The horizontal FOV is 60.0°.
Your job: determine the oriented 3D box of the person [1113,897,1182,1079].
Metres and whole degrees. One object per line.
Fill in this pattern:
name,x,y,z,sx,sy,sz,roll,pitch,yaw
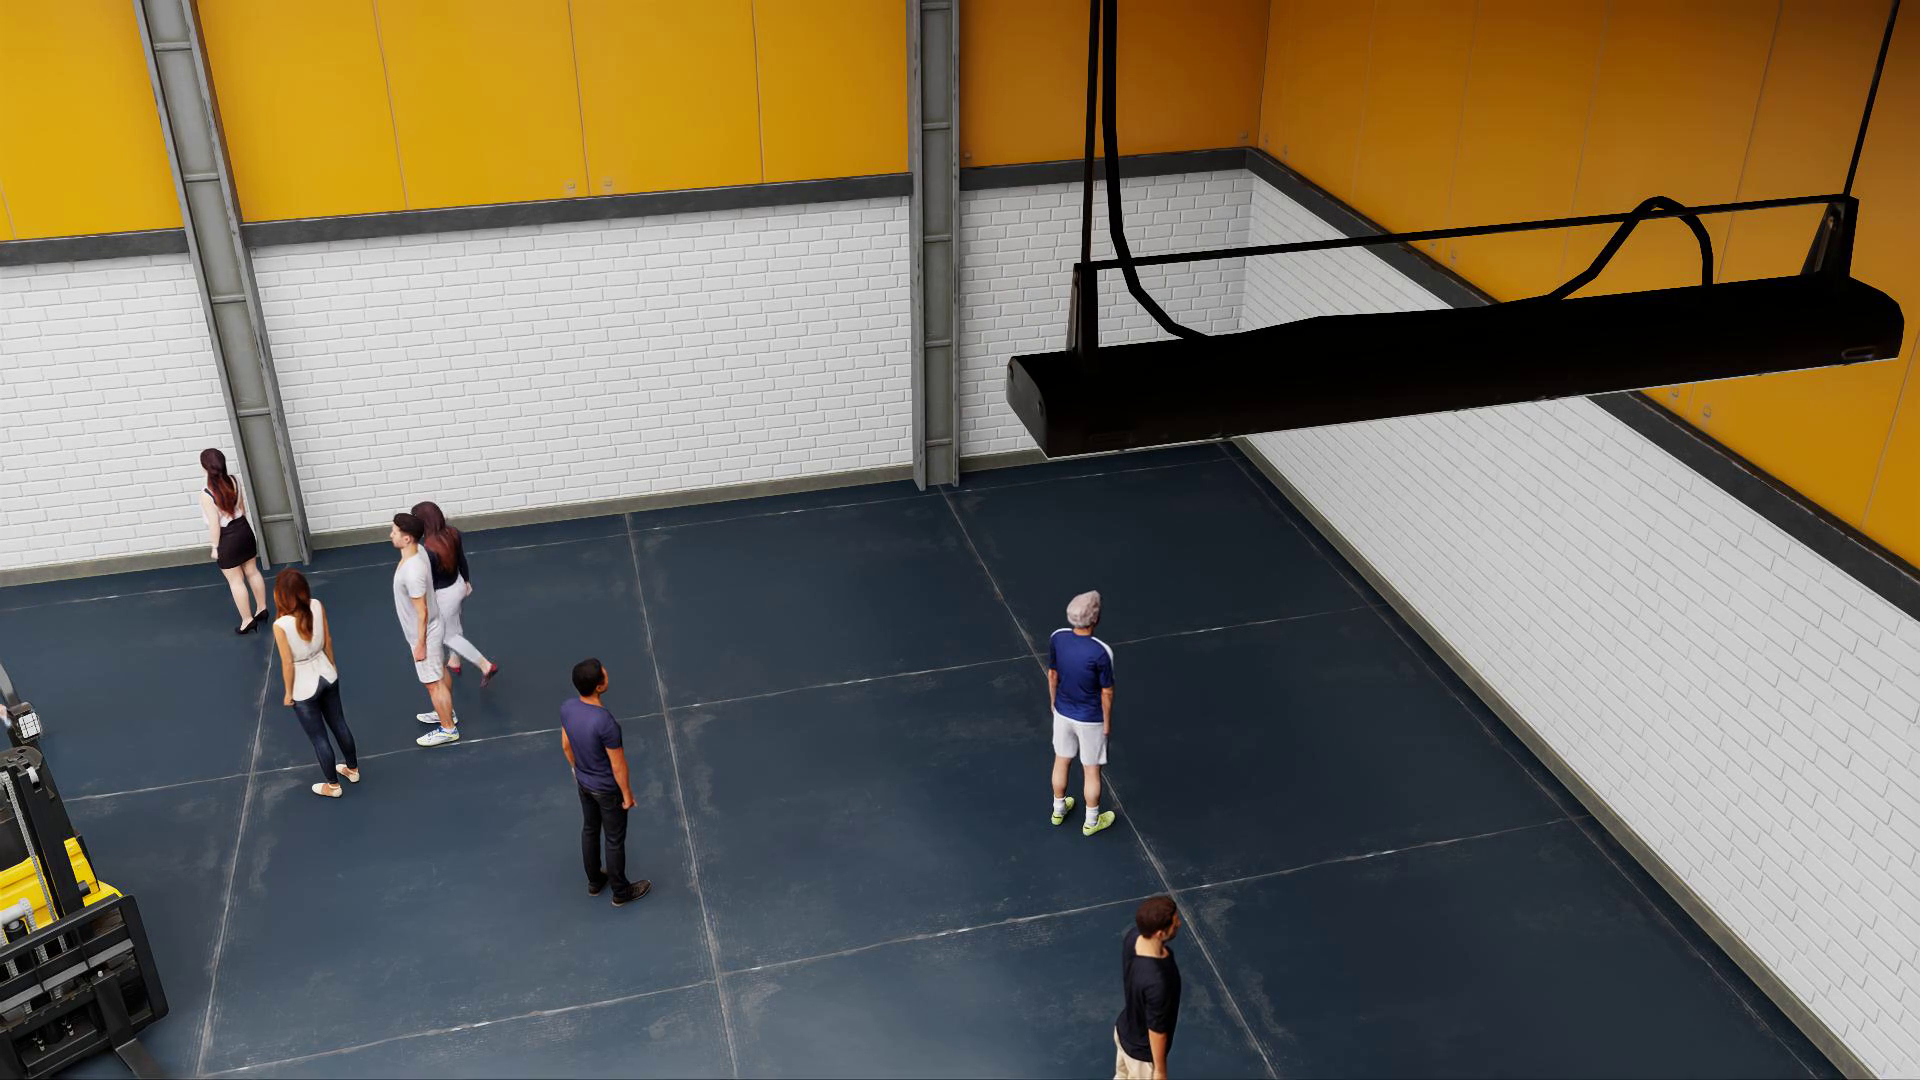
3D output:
person,0.933,2.575,8.578,0.547,1.854,0.634,-6,29,-10

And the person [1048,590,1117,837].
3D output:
person,0.812,1.158,11.193,0.713,1.838,0.758,18,33,30

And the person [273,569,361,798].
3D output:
person,-4.483,0.995,11.548,0.732,1.784,0.678,14,32,24

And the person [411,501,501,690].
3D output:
person,-3.902,0.450,12.750,1.019,1.591,0.869,10,30,18

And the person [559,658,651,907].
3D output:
person,-2.293,1.533,10.553,0.707,1.792,0.753,17,33,28

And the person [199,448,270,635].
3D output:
person,-5.907,0.005,13.503,0.667,1.649,0.634,10,30,17

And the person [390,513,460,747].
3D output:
person,-3.907,0.636,12.133,0.532,1.855,0.675,-7,29,-13
